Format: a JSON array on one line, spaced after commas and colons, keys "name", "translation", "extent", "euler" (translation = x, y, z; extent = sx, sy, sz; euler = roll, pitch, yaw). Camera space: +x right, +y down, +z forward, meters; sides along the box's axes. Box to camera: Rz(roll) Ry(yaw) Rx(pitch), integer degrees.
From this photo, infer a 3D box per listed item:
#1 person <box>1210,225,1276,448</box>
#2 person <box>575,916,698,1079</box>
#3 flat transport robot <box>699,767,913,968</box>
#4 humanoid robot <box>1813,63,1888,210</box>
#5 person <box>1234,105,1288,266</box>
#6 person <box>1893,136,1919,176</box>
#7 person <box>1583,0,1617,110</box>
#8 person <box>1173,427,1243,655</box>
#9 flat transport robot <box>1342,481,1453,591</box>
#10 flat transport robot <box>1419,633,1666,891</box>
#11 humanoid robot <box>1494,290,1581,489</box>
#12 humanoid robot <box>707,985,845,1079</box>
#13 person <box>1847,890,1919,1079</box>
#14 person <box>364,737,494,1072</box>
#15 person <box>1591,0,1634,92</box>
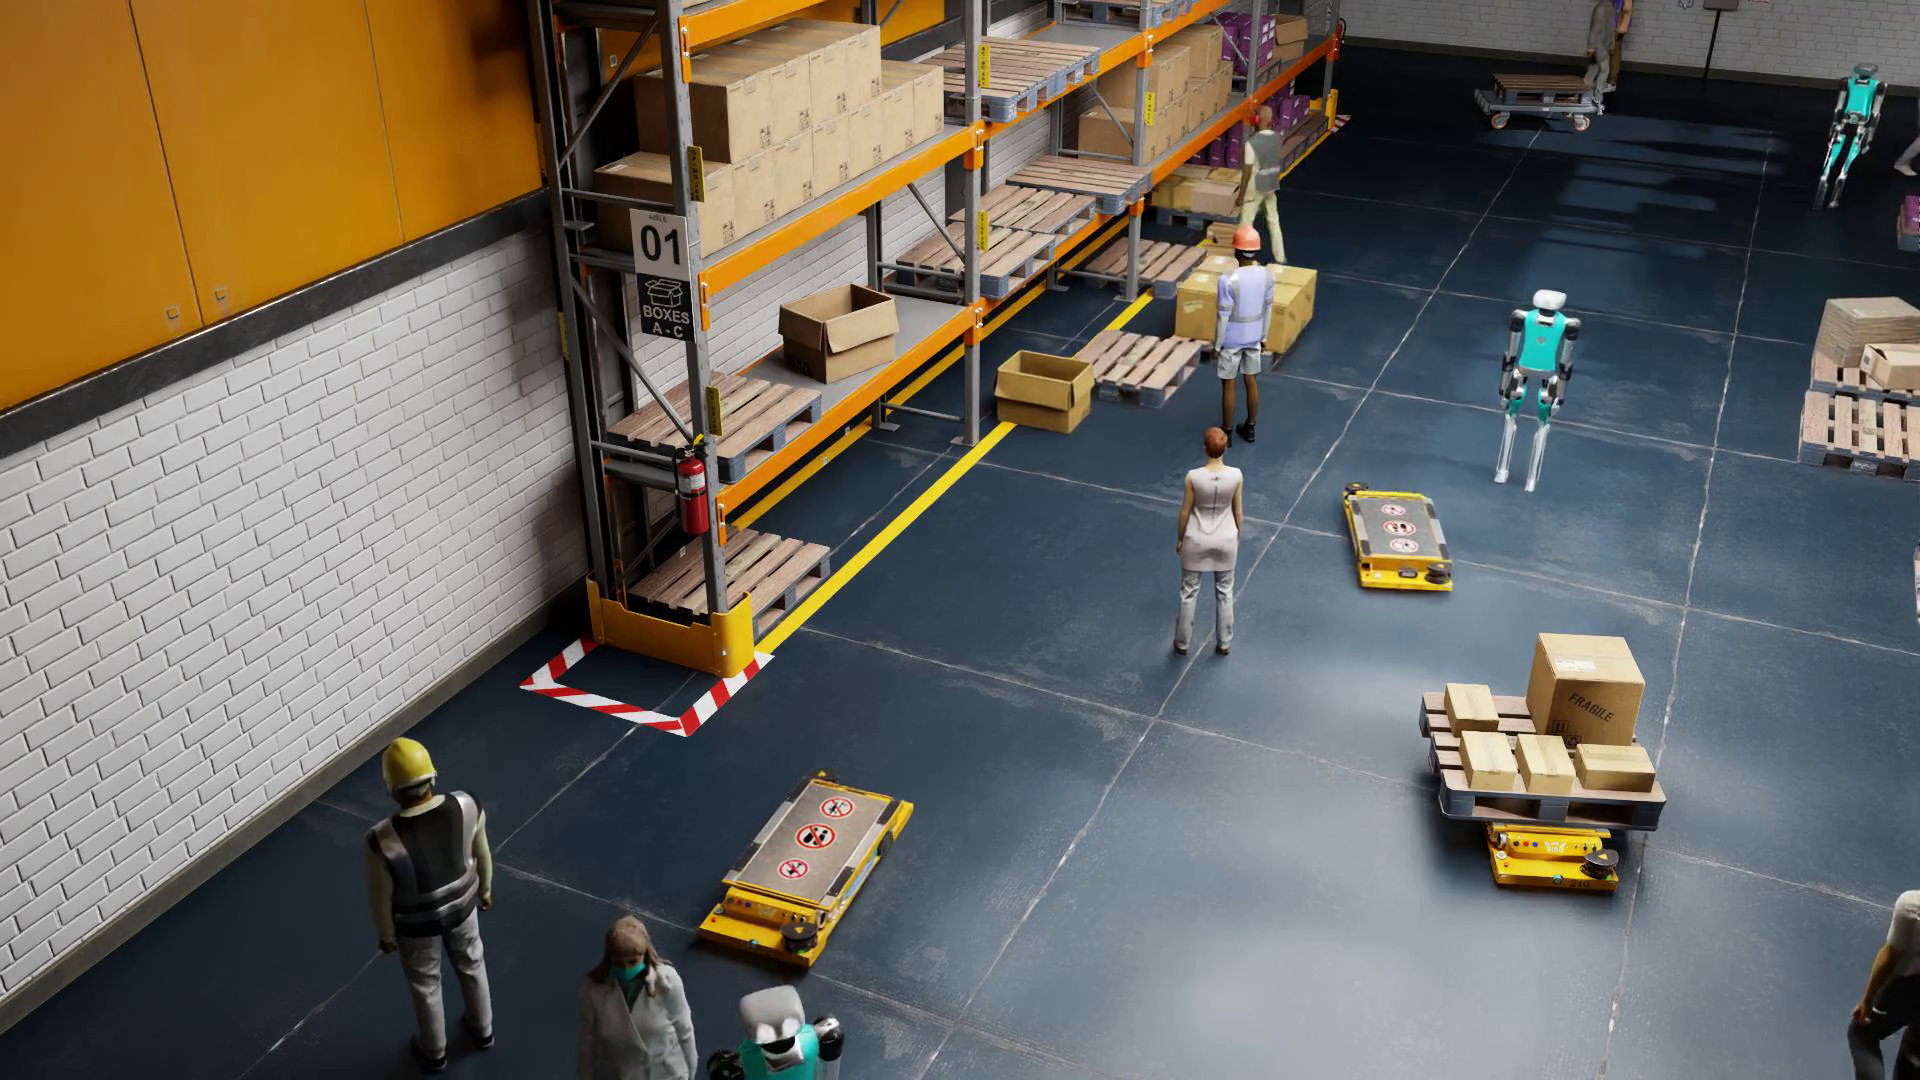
[{"name": "person", "translation": [2.377, -1.732, 14.185], "extent": [0.550, 1.934, 0.371], "euler": [-12, 30, -21]}, {"name": "person", "translation": [-1.362, 2.251, 7.094], "extent": [0.505, 1.639, 0.614], "euler": [-3, 28, -5]}, {"name": "flat transport robot", "translation": [-0.836, 1.809, 9.374], "extent": [0.659, 0.231, 1.431], "euler": [10, 30, 19]}, {"name": "humanoid robot", "translation": [10.692, -4.767, 20.134], "extent": [0.548, 1.888, 0.733], "euler": [24, 36, 37]}, {"name": "person", "translation": [3.313, -3.824, 18.189], "extent": [0.847, 1.817, 0.446], "euler": [-19, 34, -31]}, {"name": "person", "translation": [12.633, -5.638, 21.518], "extent": [0.659, 1.857, 0.678], "euler": [18, 33, 30]}, {"name": "person", "translation": [9.601, -7.319, 24.669], "extent": [0.666, 1.812, 0.522], "euler": [21, 35, 34]}, {"name": "person", "translation": [1.685, 0.019, 11.239], "extent": [0.436, 1.651, 0.297], "euler": [0, 28, -1]}, {"name": "flat transport robot", "translation": [3.351, -0.036, 12.796], "extent": [0.659, 0.231, 1.431], "euler": [3, 28, 5]}, {"name": "flat transport robot", "translation": [3.405, 1.537, 9.878], "extent": [0.659, 0.231, 1.431], "euler": [3, 28, 5]}, {"name": "humanoid robot", "translation": [4.663, -1.248, 13.486], "extent": [0.541, 1.761, 0.711], "euler": [11, 30, 20]}, {"name": "humanoid robot", "translation": [-0.805, 2.382, 6.795], "extent": [0.530, 1.790, 0.808], "euler": [-13, 31, -22]}, {"name": "person", "translation": [4.238, 2.027, 7.323], "extent": [0.536, 1.828, 0.453], "euler": [5, 29, 9]}, {"name": "person", "translation": [-2.492, 1.732, 7.888], "extent": [0.596, 1.818, 0.403], "euler": [-24, 36, -37]}, {"name": "person", "translation": [10.096, -7.910, 25.644], "extent": [0.417, 1.929, 0.545], "euler": [-6, 29, -10]}]
